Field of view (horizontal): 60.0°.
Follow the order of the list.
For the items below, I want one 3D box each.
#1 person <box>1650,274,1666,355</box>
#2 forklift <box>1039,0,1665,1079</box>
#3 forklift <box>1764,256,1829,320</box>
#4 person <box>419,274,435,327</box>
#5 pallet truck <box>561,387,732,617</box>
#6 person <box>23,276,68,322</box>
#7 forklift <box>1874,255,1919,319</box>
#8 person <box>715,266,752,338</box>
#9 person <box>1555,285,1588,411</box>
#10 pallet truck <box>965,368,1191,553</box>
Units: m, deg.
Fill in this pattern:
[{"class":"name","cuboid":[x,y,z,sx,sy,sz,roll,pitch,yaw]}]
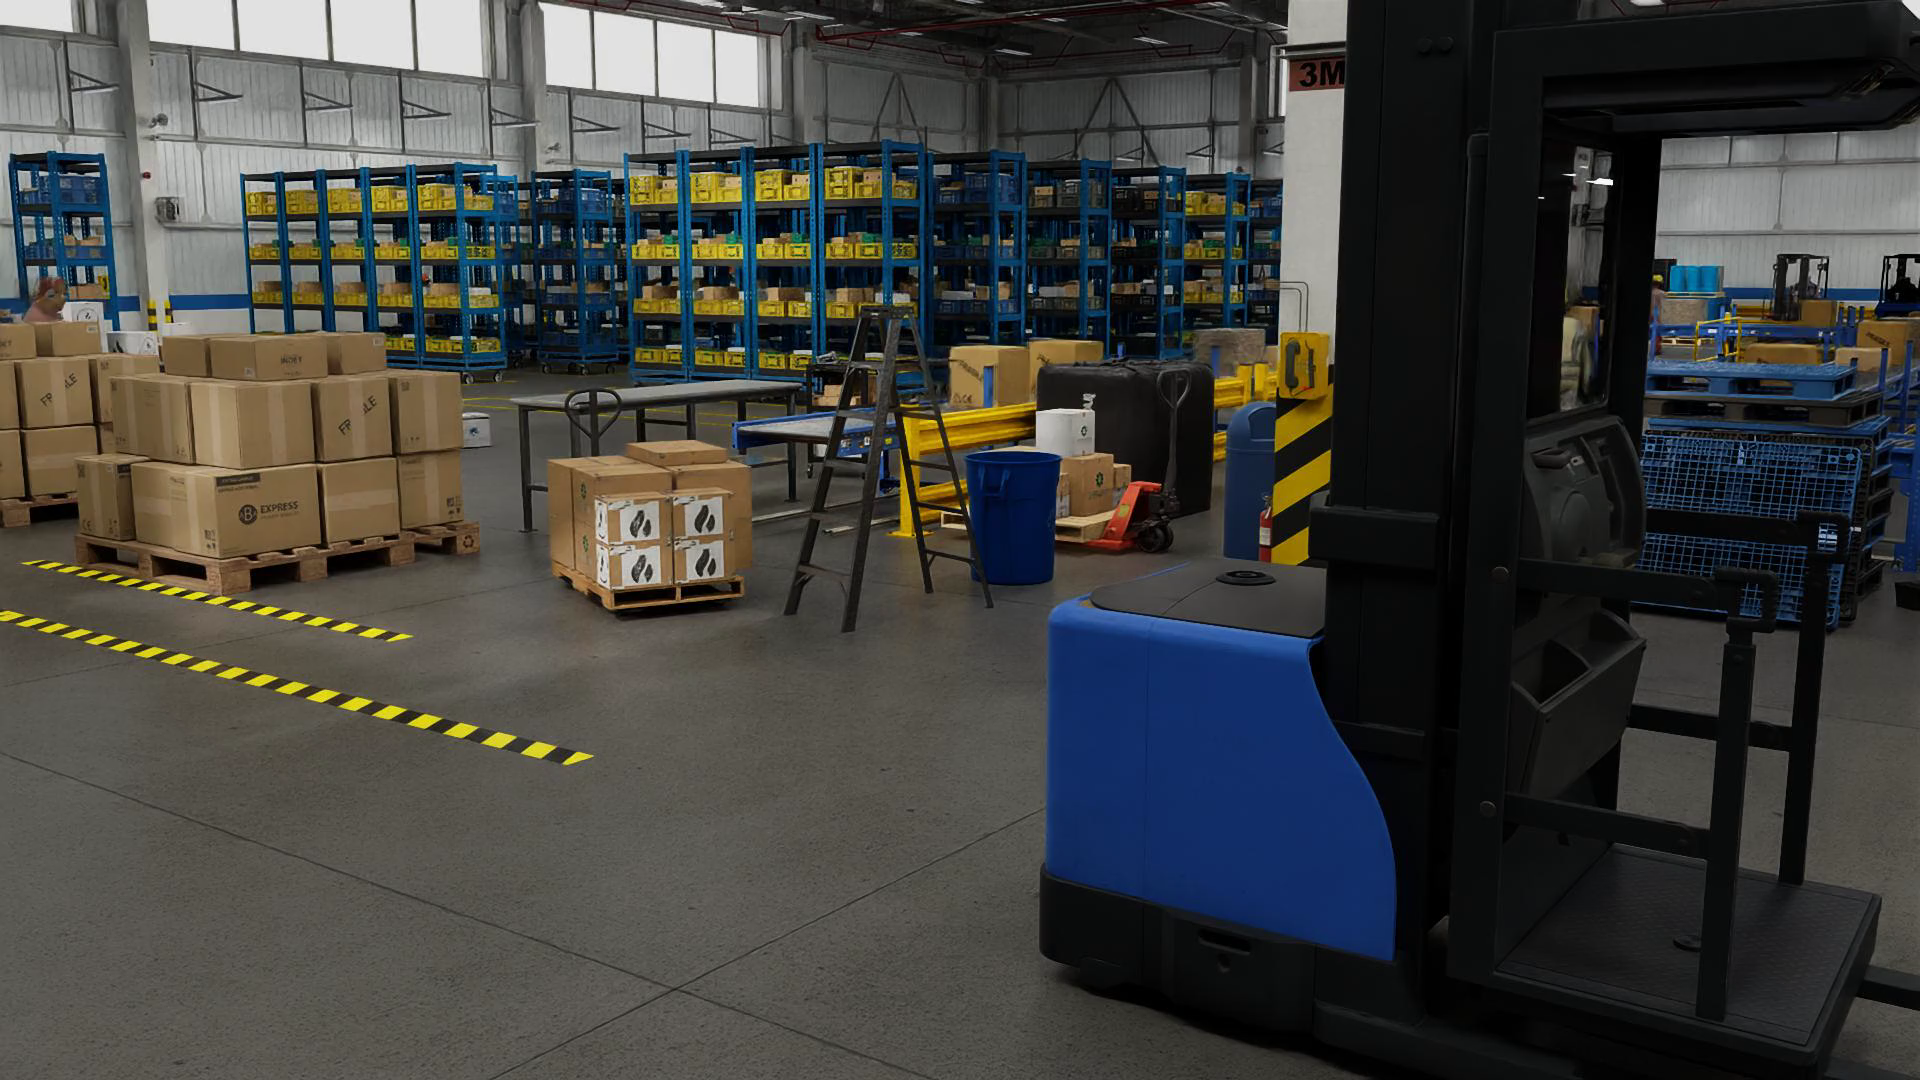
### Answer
[{"class":"person","cuboid":[14.877,-4.841,35.774,0.799,1.737,0.532,-7,12,-37]},{"class":"forklift","cuboid":[1.249,-0.137,4.360,1.873,2.768,1.129,7,12,35]},{"class":"forklift","cuboid":[20.253,-5.854,40.139,1.157,1.987,2.680,7,12,35]},{"class":"person","cuboid":[-11.575,-4.894,36.078,0.359,1.742,0.563,4,10,24]},{"class":"pallet truck","cuboid":[-1.981,-0.274,10.088,0.680,1.201,1.601,-5,11,-28]},{"class":"person","cuboid":[-8.053,-1.389,14.778,0.415,1.882,0.690,-3,10,-17]},{"class":"forklift","cuboid":[22.089,-5.634,38.796,1.157,1.987,2.680,6,11,33]},{"class":"person","cuboid":[-4.148,-4.111,30.712,0.627,1.989,1.070,7,12,35]},{"class":"person","cuboid":[5.995,-1.676,16.728,0.595,1.809,0.822,3,10,18]},{"class":"pallet truck","cuboid":[0.845,-0.609,11.869,1.630,1.274,0.653,7,12,35]}]
